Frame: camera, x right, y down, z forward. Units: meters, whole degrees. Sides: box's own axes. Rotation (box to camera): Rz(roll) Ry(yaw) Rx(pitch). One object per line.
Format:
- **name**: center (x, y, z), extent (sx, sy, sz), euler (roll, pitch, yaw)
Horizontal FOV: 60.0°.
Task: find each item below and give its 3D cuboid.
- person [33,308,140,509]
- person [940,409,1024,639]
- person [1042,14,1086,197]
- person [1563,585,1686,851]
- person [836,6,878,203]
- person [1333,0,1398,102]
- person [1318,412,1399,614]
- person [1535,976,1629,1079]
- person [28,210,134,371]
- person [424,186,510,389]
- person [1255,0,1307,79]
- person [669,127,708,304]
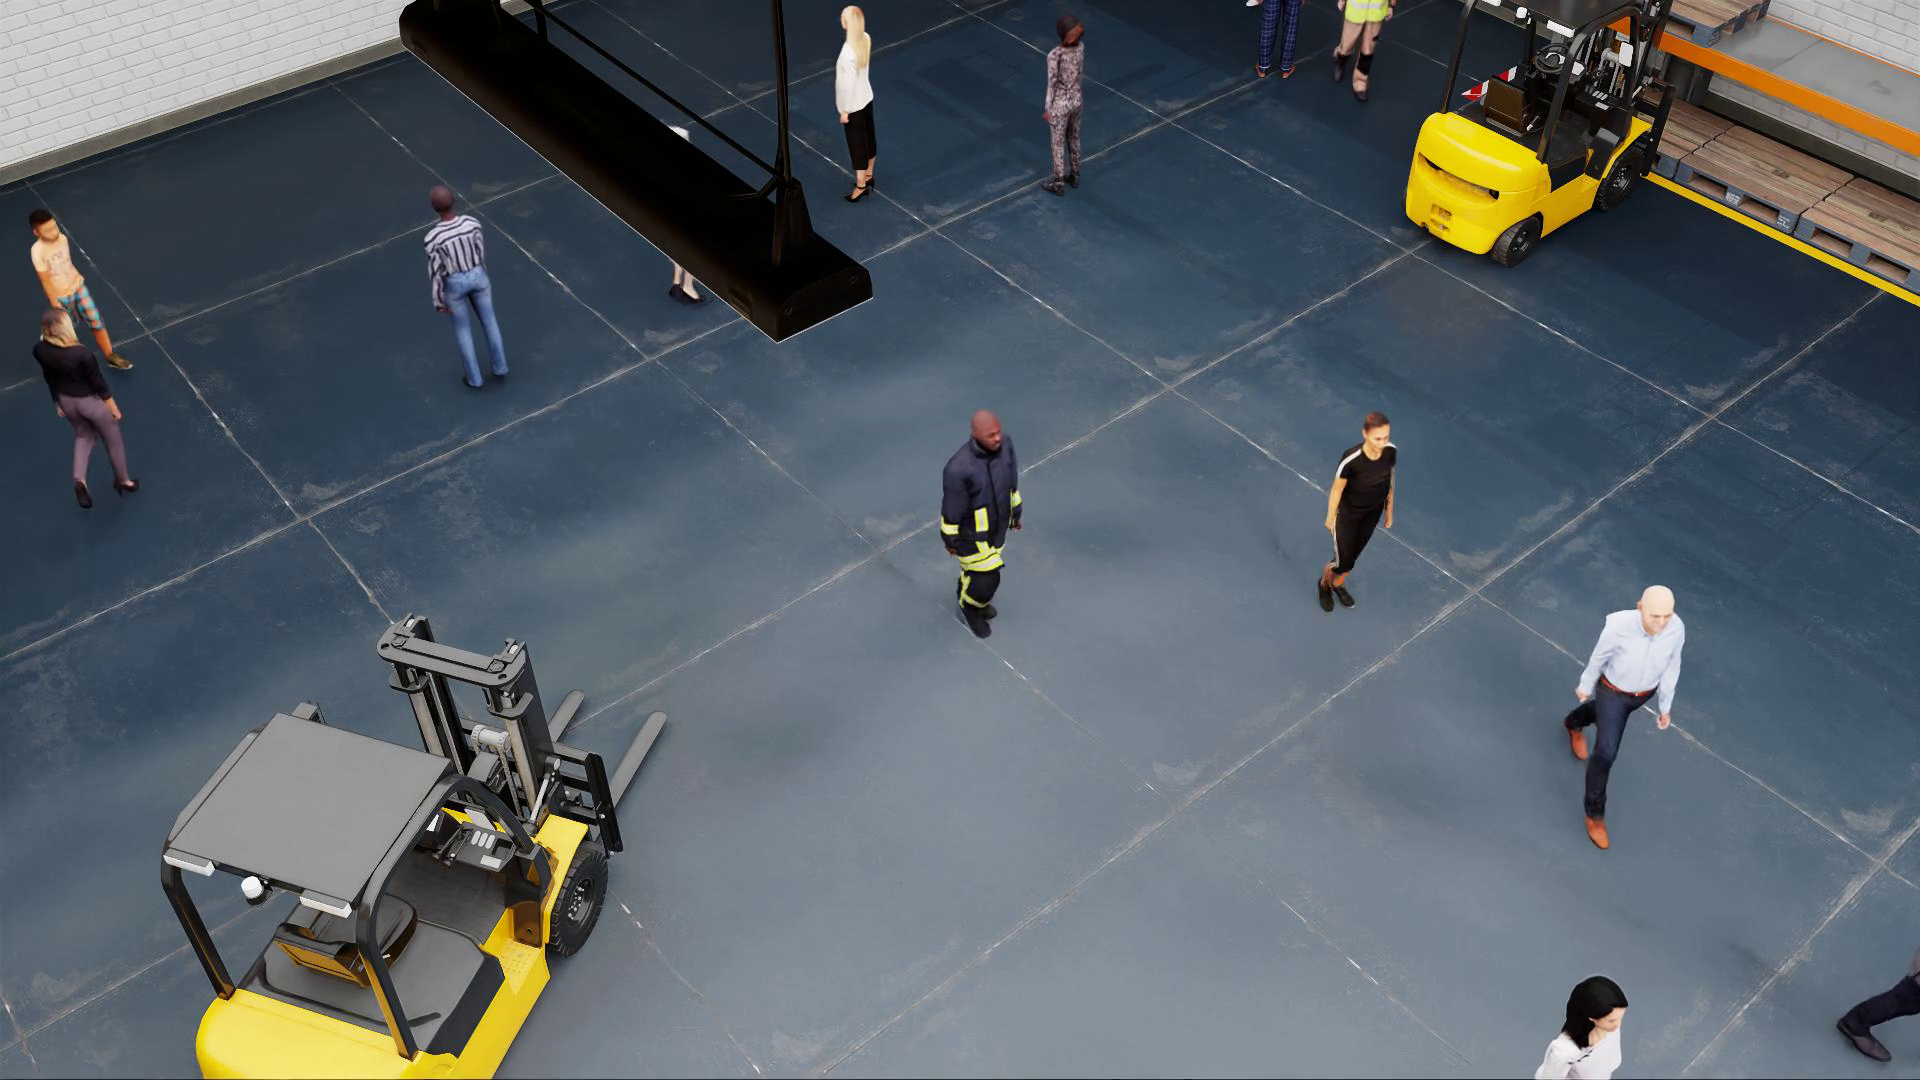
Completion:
- **person**: center (-6.218, -0.873, 11.767), extent (0.879, 1.660, 0.929), euler (3, 44, 4)
- **person**: center (0.067, -0.180, 10.932), extent (0.774, 1.809, 0.777), euler (34, 53, 30)
- **person**: center (0.941, -3.900, 14.906), extent (0.565, 1.713, 0.553), euler (-28, 50, -26)
- **person**: center (3.916, 0.859, 9.886), extent (1.097, 1.748, 1.304), euler (-4, 44, -4)
- **person**: center (-0.919, -3.859, 14.758), extent (0.690, 1.859, 0.685), euler (13, 45, 14)
- **person**: center (3.948, -5.196, 16.184), extent (0.932, 1.828, 0.997), euler (2, 44, 2)
- **person**: center (2.610, -0.236, 11.101), extent (0.647, 1.656, 0.635), euler (-18, 46, -18)
- **person**: center (2.922, 2.636, 8.055), extent (0.613, 1.701, 0.549), euler (-32, 52, -29)
- **person**: center (-7.090, -1.961, 13.079), extent (1.069, 1.427, 0.844), euler (16, 46, 16)
- **person**: center (-3.771, -1.926, 12.777), extent (0.628, 1.792, 0.500), euler (-30, 51, -28)
- **person**: center (3.209, -5.456, 16.462), extent (0.751, 1.819, 0.825), euler (7, 44, 7)
- **person**: center (-2.248, -2.639, 13.583), extent (0.545, 1.713, 0.743), euler (27, 50, 25)
